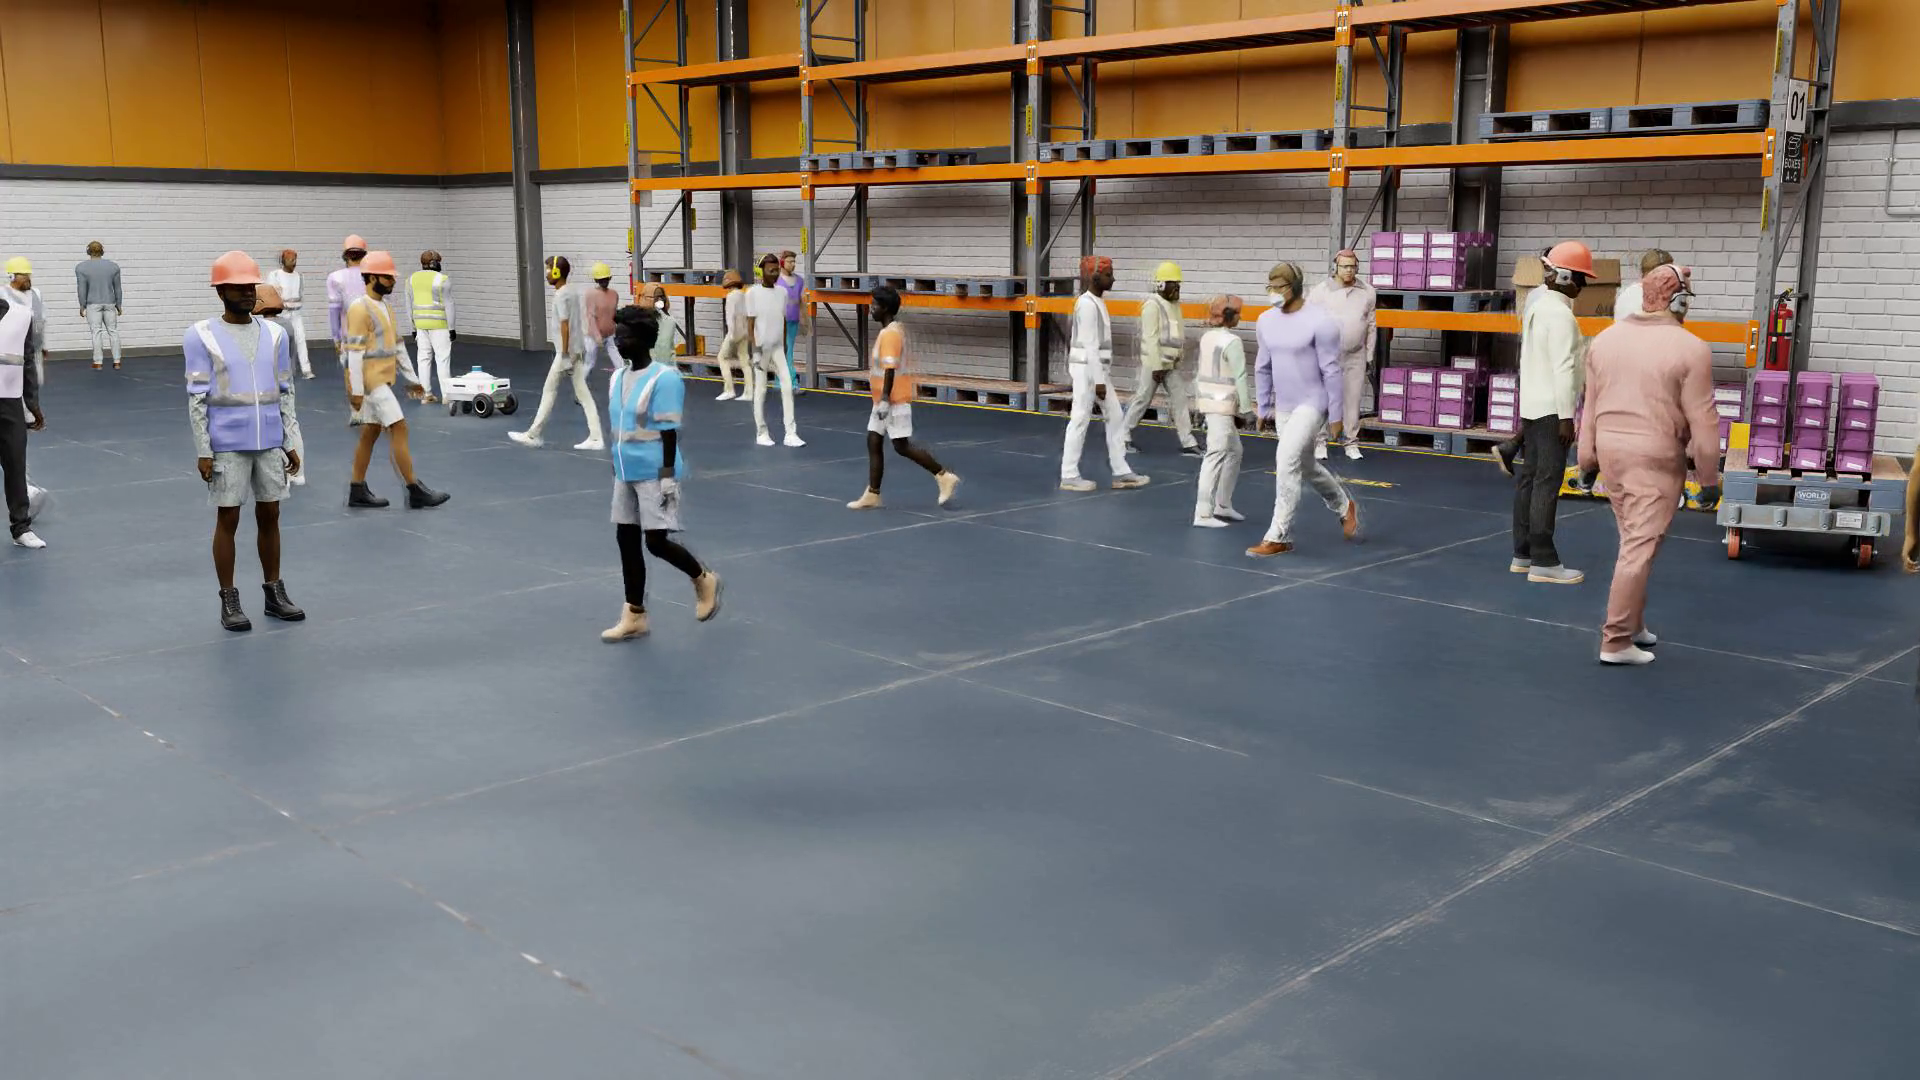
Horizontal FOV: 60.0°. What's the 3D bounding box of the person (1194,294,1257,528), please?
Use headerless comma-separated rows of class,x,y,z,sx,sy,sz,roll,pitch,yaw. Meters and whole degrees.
person,1.871,-0.880,11.501,0.579,1.620,0.521,-2,11,-11

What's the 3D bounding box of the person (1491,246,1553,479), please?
person,4.681,-1.409,13.504,0.633,1.941,0.662,-1,10,-3

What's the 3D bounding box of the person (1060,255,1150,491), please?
person,1.166,-1.294,13.094,0.830,1.853,0.614,3,11,15

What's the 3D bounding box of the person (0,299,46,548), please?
person,-6.203,-0.876,10.649,0.392,1.922,0.591,9,14,41

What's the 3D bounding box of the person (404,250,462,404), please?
person,-6.334,-2.553,20.022,0.622,1.840,0.430,3,11,17

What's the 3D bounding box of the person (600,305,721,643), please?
person,-1.540,-0.334,8.323,0.545,1.682,0.564,9,14,42

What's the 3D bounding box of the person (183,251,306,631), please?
person,-3.684,-0.511,8.602,0.354,1.942,0.545,9,14,40

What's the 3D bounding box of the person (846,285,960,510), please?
person,-0.423,-1.035,12.211,0.777,1.667,0.532,-2,10,-8

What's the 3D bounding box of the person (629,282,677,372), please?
person,-2.572,-1.349,14.011,0.280,1.632,0.501,8,13,38

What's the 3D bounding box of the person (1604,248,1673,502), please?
person,5.241,-1.225,12.547,0.722,1.914,0.665,-1,10,-3

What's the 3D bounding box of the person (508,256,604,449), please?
person,-3.814,-1.756,15.709,0.959,1.820,0.498,2,11,8

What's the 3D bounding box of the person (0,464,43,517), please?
person,-6.924,-0.990,11.522,0.860,1.838,0.521,0,10,-2

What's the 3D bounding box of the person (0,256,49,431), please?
person,-9.826,-2.042,17.306,0.640,1.816,0.603,4,11,18

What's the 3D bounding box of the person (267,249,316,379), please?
person,-9.568,-3.197,23.601,1.025,1.829,0.576,9,14,41

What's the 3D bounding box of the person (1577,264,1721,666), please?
person,3.304,-0.348,7.874,0.723,1.880,0.674,-5,12,-26

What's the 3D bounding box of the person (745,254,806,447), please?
person,-1.771,-1.786,15.828,0.498,1.838,0.812,-7,13,-34

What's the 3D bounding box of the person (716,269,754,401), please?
person,-2.773,-2.493,20.335,0.578,1.603,0.512,3,11,17

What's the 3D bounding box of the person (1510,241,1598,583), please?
person,3.488,-0.748,9.774,0.393,1.985,0.611,0,10,1

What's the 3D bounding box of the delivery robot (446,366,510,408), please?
delivery robot,-5.415,-1.713,18.682,0.707,0.478,0.477,5,11,24

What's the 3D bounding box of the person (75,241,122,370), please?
person,-12.985,-3.540,25.125,0.630,1.940,0.370,-10,14,-43

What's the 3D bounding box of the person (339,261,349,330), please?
person,-7.428,-2.654,20.691,0.606,1.814,0.905,-5,12,-27

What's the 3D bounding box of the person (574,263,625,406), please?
person,-4.214,-2.397,19.548,0.901,1.704,0.523,8,13,37

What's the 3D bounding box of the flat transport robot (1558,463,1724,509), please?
flat transport robot,5.206,-0.424,12.688,1.431,0.197,0.652,8,13,36

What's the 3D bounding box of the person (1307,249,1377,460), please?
person,3.445,-1.659,15.000,0.636,1.899,0.398,-1,10,-7

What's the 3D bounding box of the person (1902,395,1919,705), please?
person,3.827,-0.015,6.235,0.512,1.823,0.652,7,12,32

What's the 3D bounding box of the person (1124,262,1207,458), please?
person,1.833,-1.652,15.274,0.940,1.784,0.610,8,13,36

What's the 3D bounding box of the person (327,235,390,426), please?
person,-6.280,-2.169,17.440,0.627,2.022,0.642,-4,11,-22

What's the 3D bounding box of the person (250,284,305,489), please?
person,-5.485,-1.220,13.307,0.266,1.631,0.507,2,11,12

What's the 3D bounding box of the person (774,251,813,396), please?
person,-2.102,-2.704,20.880,0.862,1.809,0.580,10,15,44

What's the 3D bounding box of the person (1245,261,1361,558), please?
person,2.245,-0.844,10.643,0.966,1.883,0.643,-6,12,-31

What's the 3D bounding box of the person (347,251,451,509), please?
person,-4.175,-1.169,12.289,0.888,1.898,0.547,-1,10,-4
